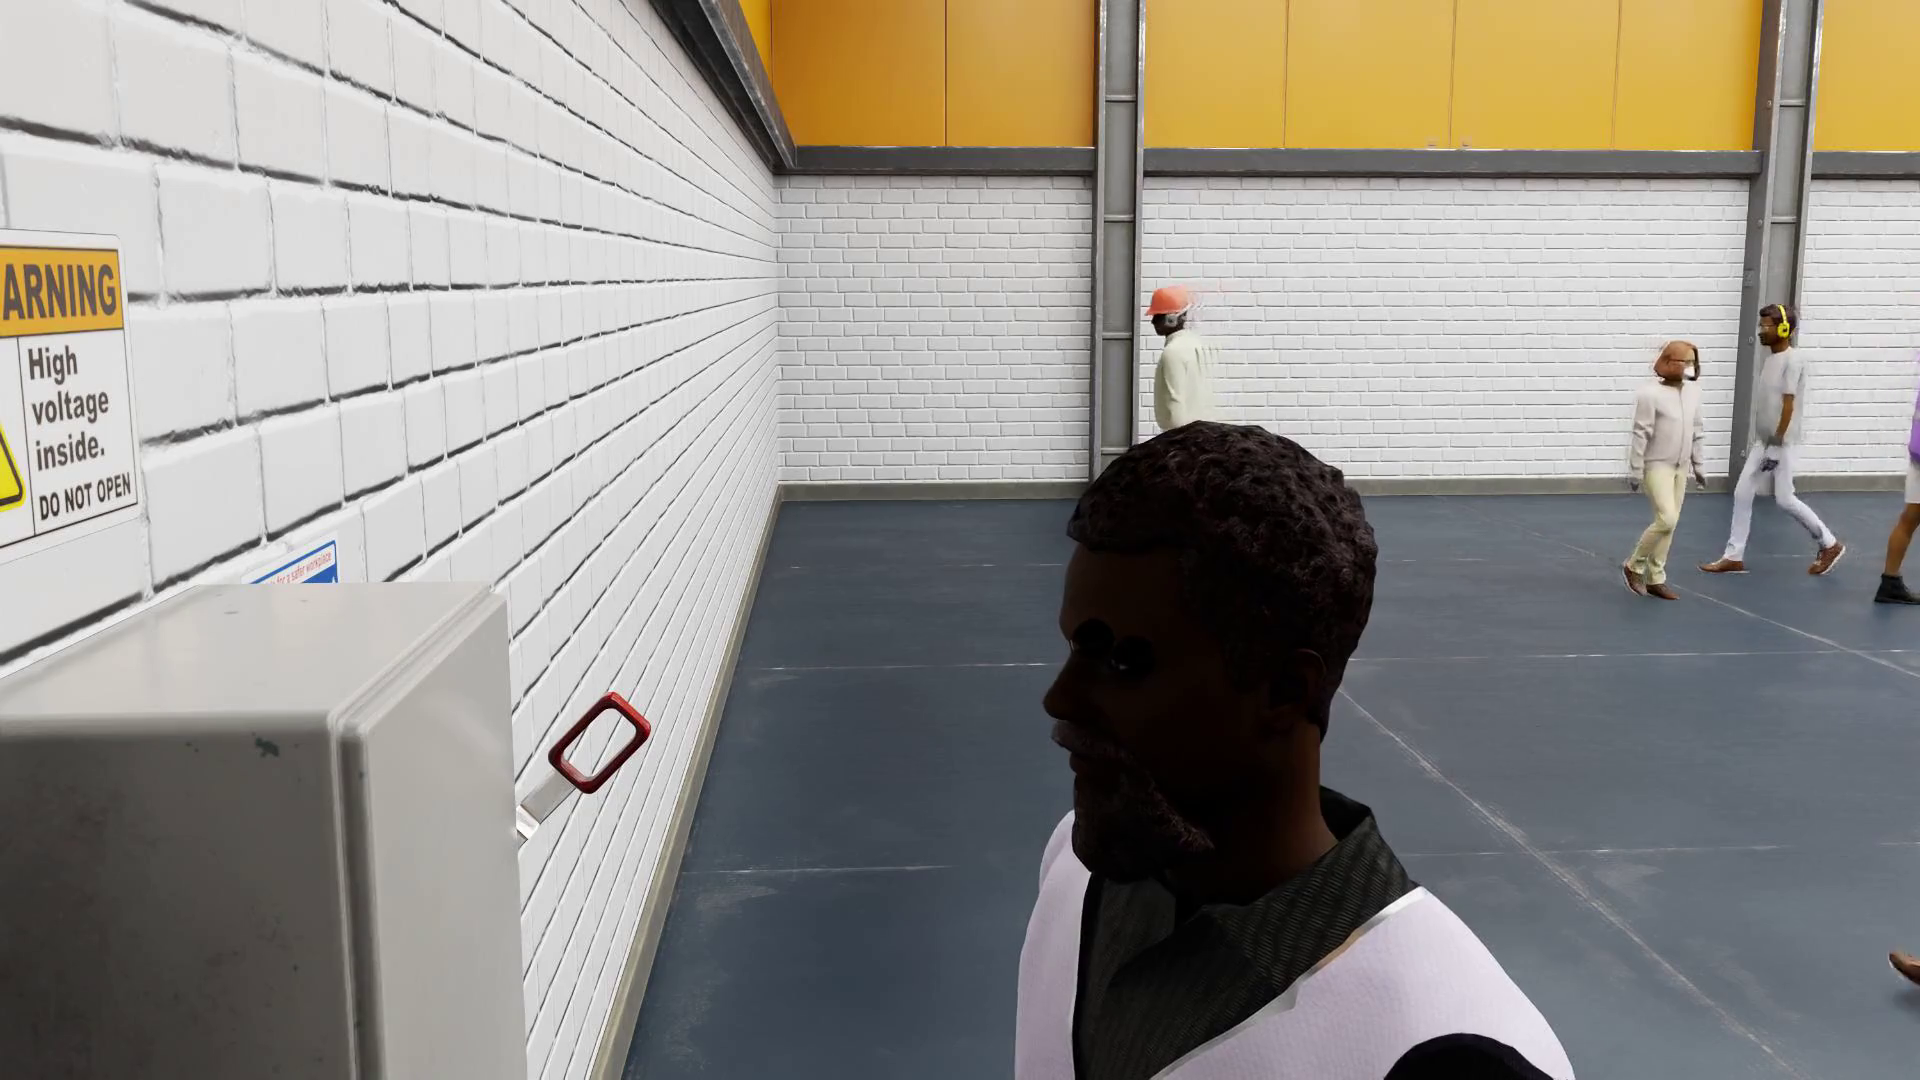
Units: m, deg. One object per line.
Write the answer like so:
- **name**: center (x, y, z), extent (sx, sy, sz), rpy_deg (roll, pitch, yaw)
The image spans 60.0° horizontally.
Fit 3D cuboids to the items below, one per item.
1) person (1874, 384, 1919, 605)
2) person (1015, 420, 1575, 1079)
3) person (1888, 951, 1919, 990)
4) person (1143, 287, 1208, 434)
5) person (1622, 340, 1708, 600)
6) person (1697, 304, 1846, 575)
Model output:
- **person**: center (6.055, -0.514, 10.039), extent (0.886, 1.901, 0.568), rpy_deg (2, 9, 12)
- **person**: center (0.207, 0.863, 1.319), extent (0.391, 1.920, 0.593), rpy_deg (-4, 10, -25)
- **person**: center (2.875, 0.467, 4.148), extent (0.517, 1.815, 0.970), rpy_deg (-6, 11, -35)
- **person**: center (1.397, -0.718, 11.173), extent (1.046, 1.933, 0.643), rpy_deg (5, 10, 29)
- **person**: center (4.401, -0.421, 10.309), extent (0.499, 1.622, 0.356), rpy_deg (-5, 10, -28)
- **person**: center (5.520, -0.659, 11.155), extent (0.868, 1.839, 0.516), rpy_deg (0, 9, -1)
